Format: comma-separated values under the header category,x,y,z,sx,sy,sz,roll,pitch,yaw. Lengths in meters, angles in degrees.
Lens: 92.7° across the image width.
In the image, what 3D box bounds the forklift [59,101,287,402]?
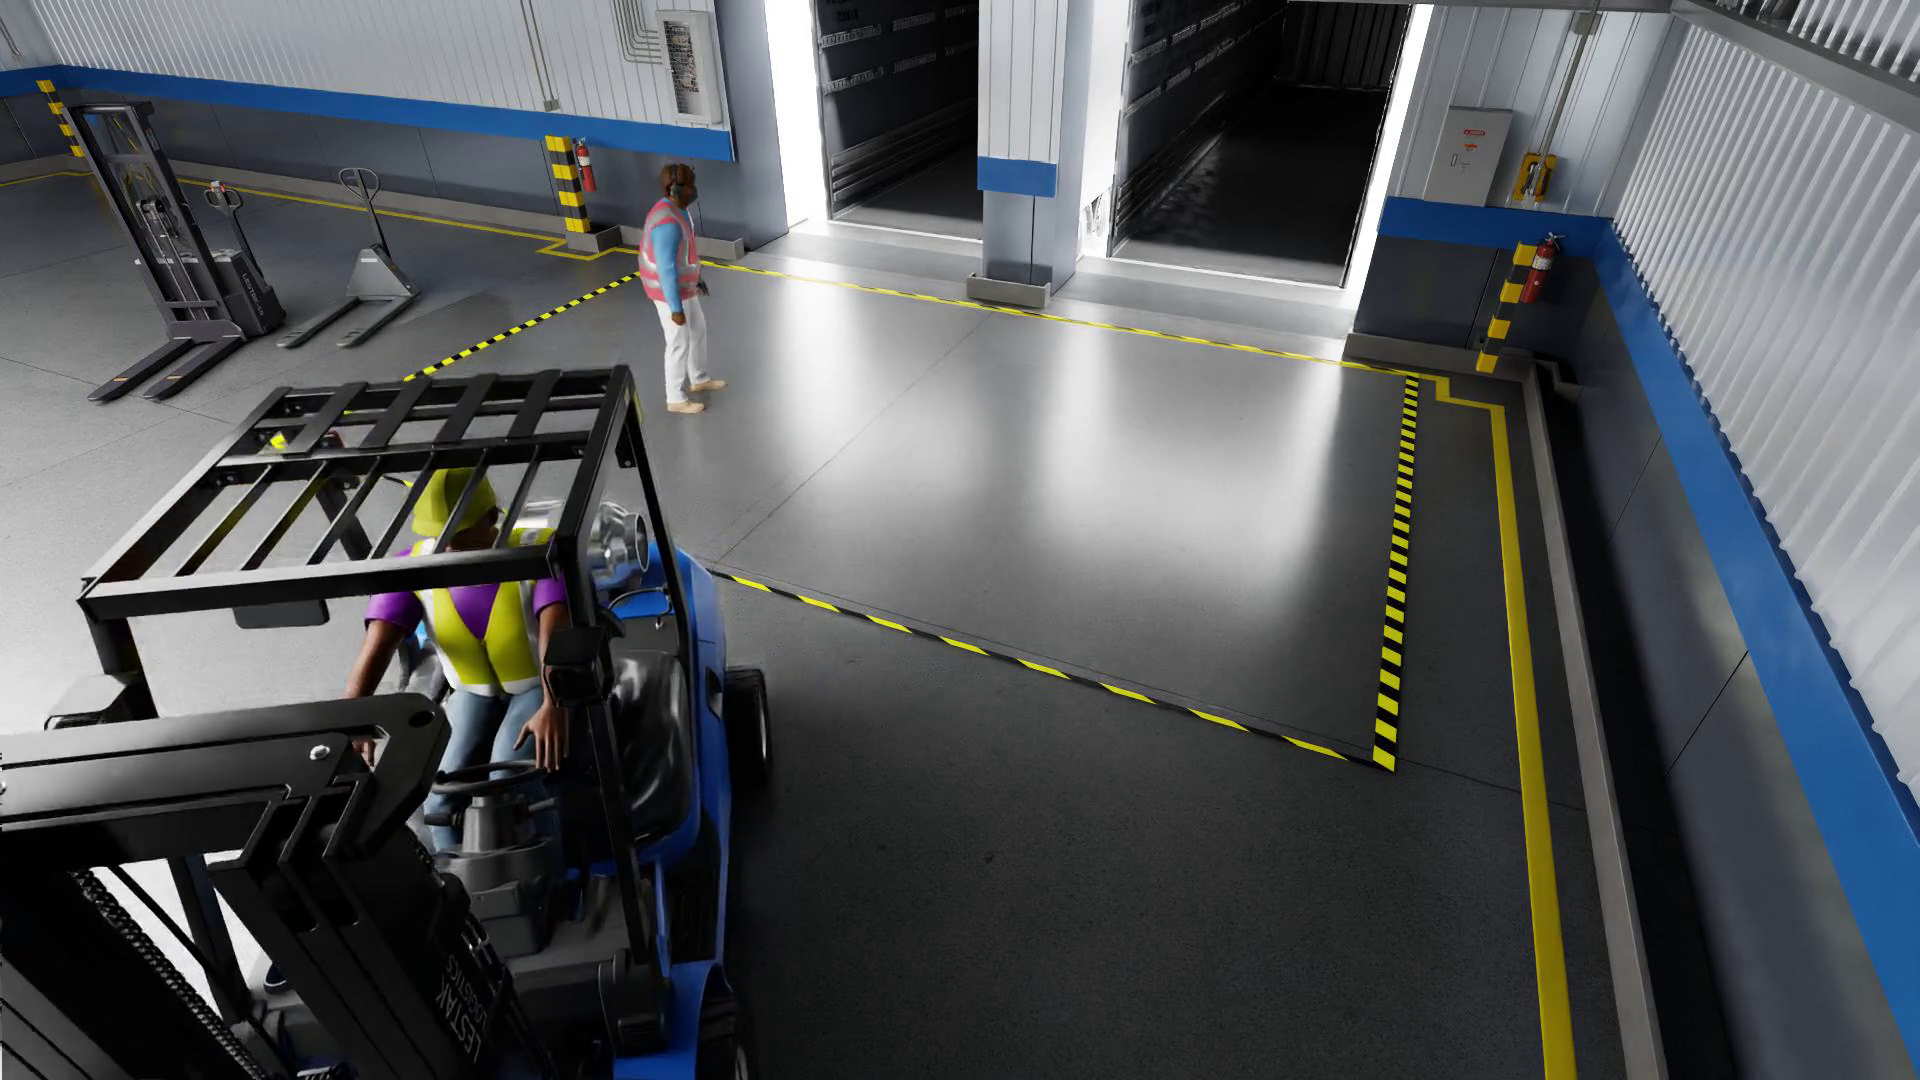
category,x,y,z,sx,sy,sz,roll,pitch,yaw
forklift,-6.686,-2.387,7.434,0.823,1.965,1.885,-3,35,-5

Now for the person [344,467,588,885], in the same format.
category,x,y,z,sx,sy,sz,roll,pitch,yaw
person,-1.403,0.518,2.642,0.635,1.294,1.002,-5,35,-7

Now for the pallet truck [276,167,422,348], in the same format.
category,x,y,z,sx,sy,sz,roll,pitch,yaw
pallet truck,-5.732,-2.611,8.414,0.680,1.201,1.601,-1,35,-1

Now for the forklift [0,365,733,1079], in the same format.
category,x,y,z,sx,sy,sz,roll,pitch,yaw
forklift,-1.406,0.636,2.799,1.157,2.036,2.680,-5,35,-7

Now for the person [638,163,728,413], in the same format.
category,x,y,z,sx,sy,sz,roll,pitch,yaw
person,-2.110,-1.866,6.892,0.491,1.806,0.758,-4,35,-5
